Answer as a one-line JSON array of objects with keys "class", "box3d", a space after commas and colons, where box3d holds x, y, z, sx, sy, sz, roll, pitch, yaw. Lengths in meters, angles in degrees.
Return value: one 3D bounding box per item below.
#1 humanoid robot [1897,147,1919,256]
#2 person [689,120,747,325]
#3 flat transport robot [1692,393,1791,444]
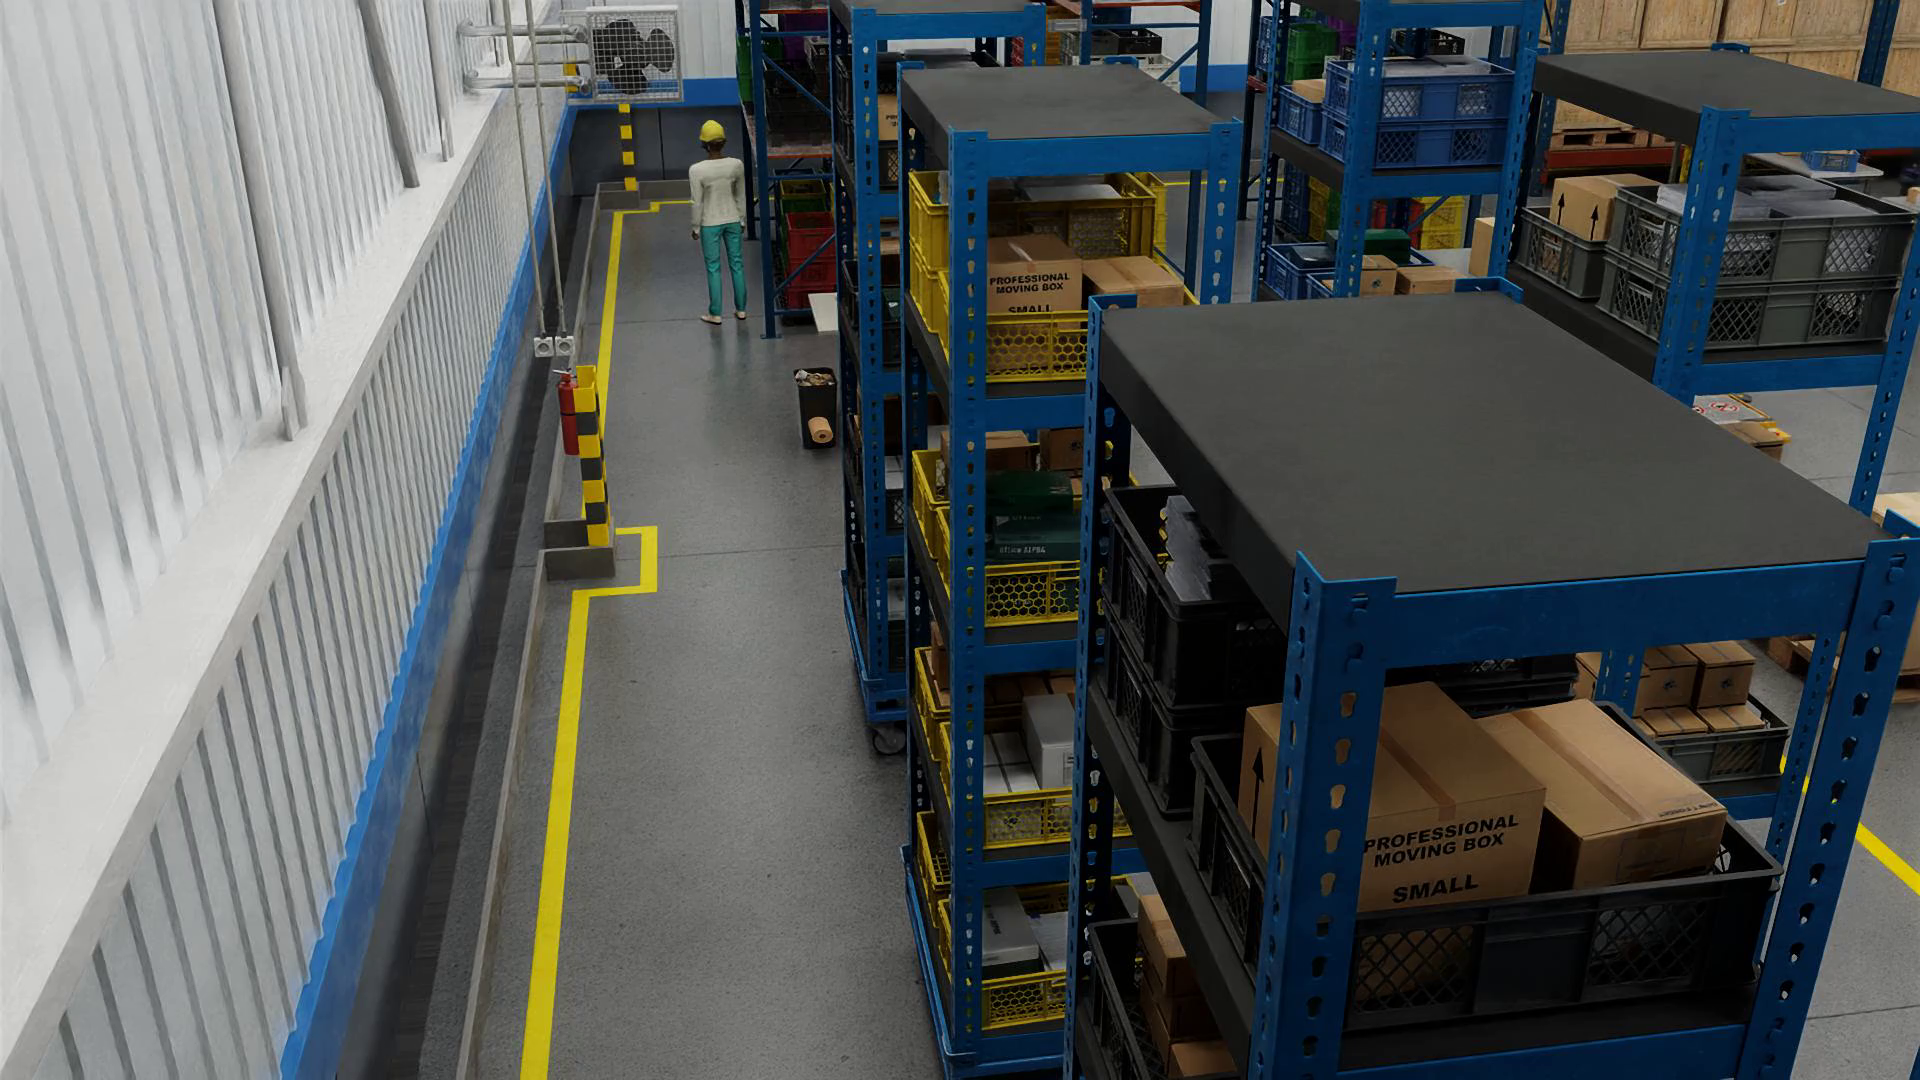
[{"class": "humanoid robot", "box3d": [9.180, -3.375, 15.974, 0.321, 1.639, 0.729, 11, 27, 22]}, {"class": "person", "box3d": [-2.103, -2.763, 14.509, 0.524, 1.772, 0.307, -15, 29, -30]}, {"class": "flat transport robot", "box3d": [5.224, -0.859, 12.132, 1.431, 0.197, 0.652, -4, 25, -8]}]
